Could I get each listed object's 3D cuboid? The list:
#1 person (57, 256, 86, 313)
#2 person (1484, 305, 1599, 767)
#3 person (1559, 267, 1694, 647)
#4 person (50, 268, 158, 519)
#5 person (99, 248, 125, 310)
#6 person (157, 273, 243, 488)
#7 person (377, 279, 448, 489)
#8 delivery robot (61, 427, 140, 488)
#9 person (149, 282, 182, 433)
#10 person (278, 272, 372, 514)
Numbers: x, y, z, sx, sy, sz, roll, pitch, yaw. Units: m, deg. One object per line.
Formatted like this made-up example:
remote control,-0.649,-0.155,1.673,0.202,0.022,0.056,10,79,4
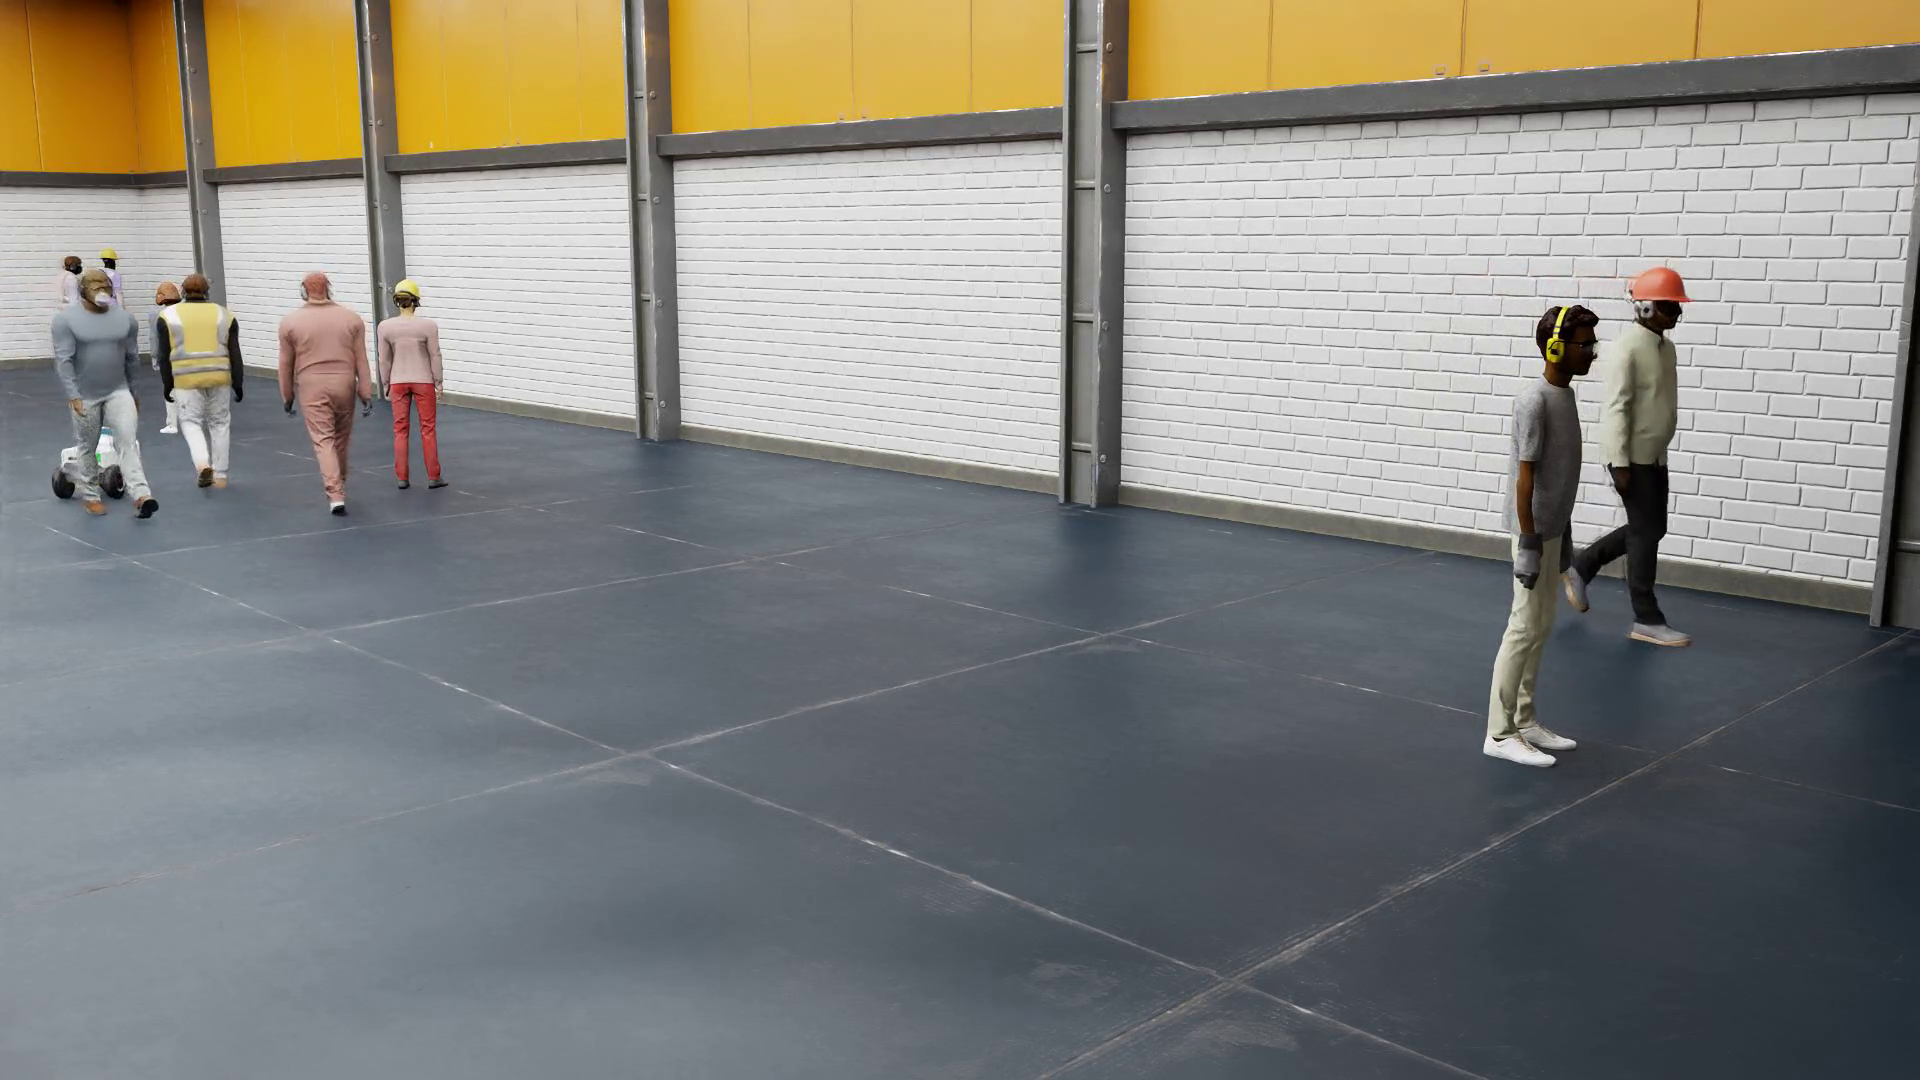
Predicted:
person,-13.391,-3.410,25.365,0.741,1.813,0.644,-9,14,-40
person,2.363,-0.014,6.730,0.323,1.862,0.510,7,13,34
person,3.569,-0.457,8.828,0.638,1.975,0.785,-10,14,-43
person,-6.382,-1.075,12.420,0.637,1.871,1.071,-10,14,-44
person,-13.722,-3.748,26.923,0.587,1.921,0.399,6,12,28
person,-6.315,-1.311,13.898,0.644,1.822,0.537,-7,12,-32
person,-4.609,-1.303,14.013,0.523,1.764,0.323,0,10,-3
delivery robot,-7.066,-0.687,13.690,0.477,0.478,0.707,0,10,0
person,-8.498,-1.965,17.994,0.277,1.628,0.500,10,14,42
person,-4.940,-1.147,12.940,0.653,1.857,1.025,-6,12,-31
